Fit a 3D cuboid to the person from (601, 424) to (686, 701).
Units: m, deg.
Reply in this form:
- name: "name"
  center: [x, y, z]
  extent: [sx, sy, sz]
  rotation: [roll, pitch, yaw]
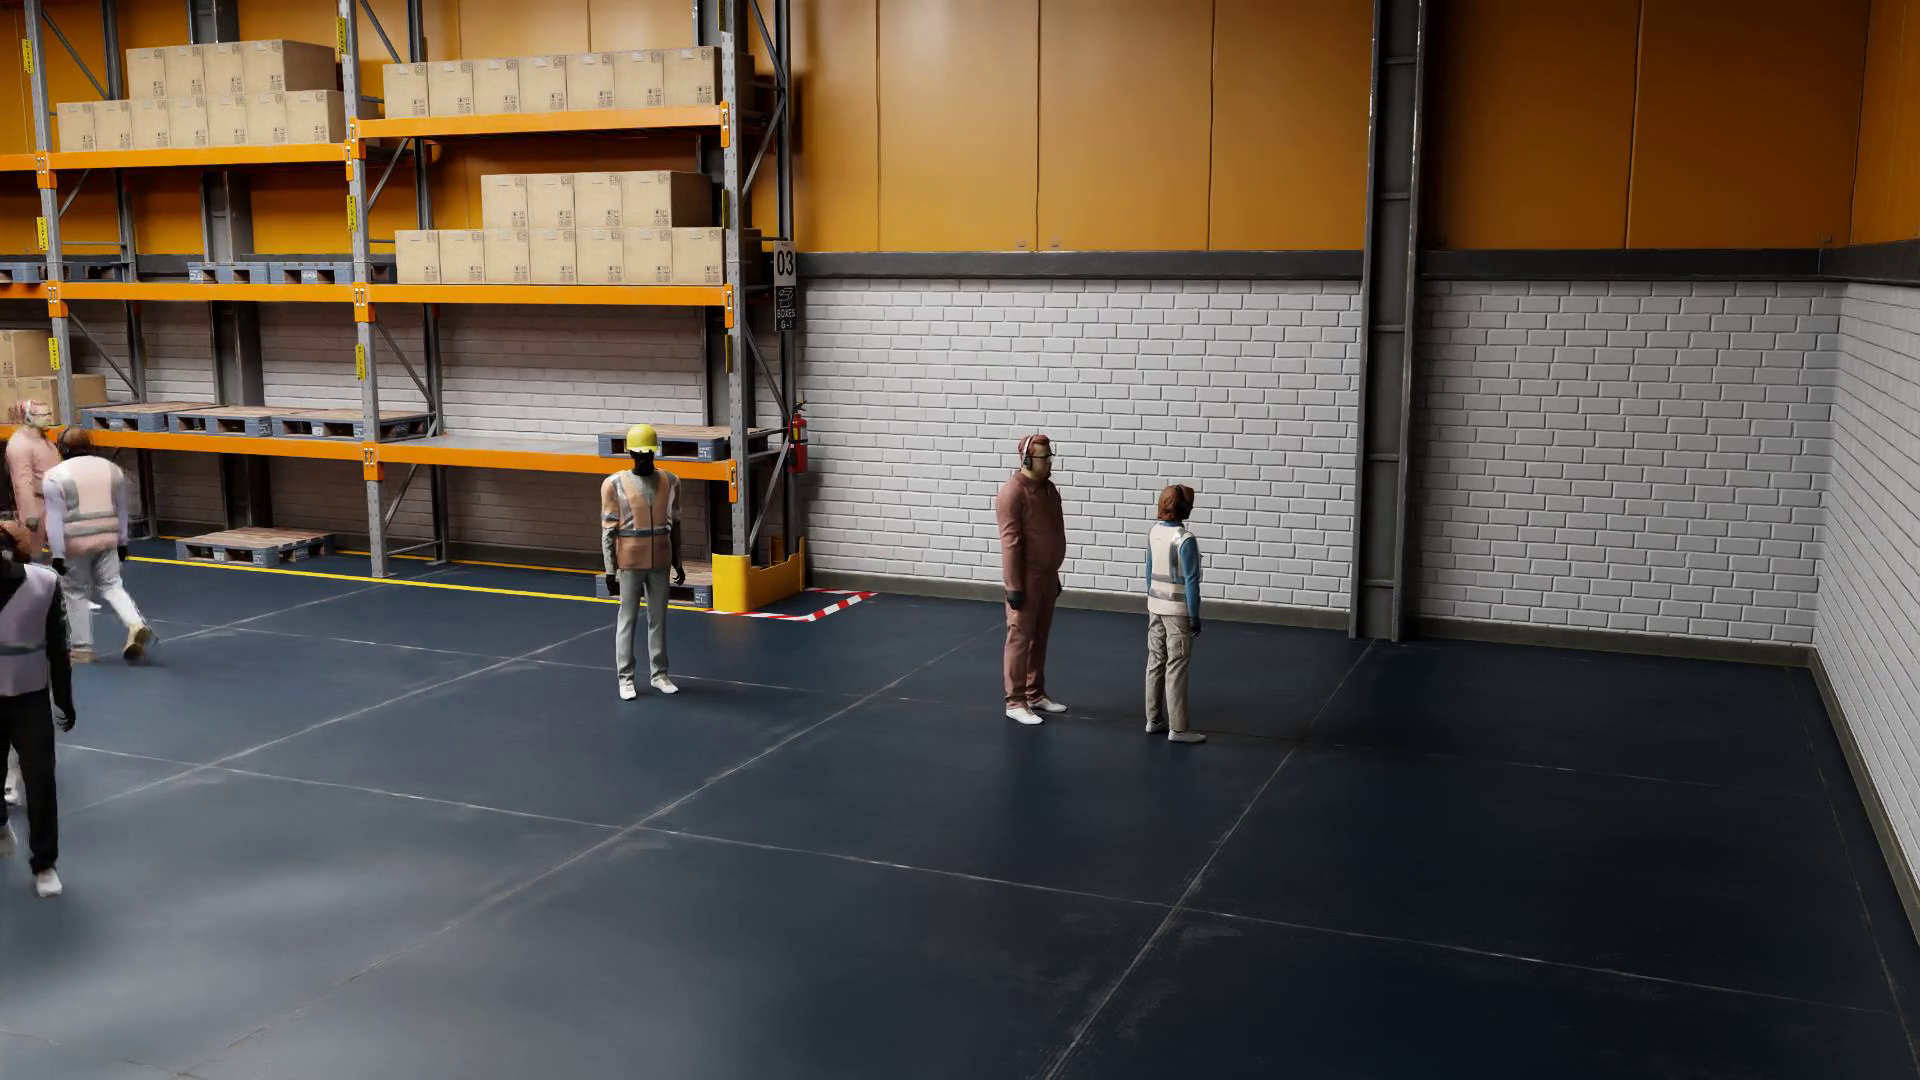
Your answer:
- name: "person"
  center: [-2.189, 0.148, 11.591]
  extent: [0.594, 1.924, 0.382]
  rotation: [-6, 11, -33]

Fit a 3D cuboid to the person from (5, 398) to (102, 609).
- name: "person"
  center: [-8.026, -0.289, 14.403]
  extent: [0.866, 1.883, 0.645]
  rotation: [-1, 9, -3]

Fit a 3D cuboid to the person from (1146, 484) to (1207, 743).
- name: "person"
  center: [1.351, 0.463, 10.547]
  extent: [0.309, 1.641, 0.514]
  rotation: [-5, 11, -27]

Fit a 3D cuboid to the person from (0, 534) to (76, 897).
- name: "person"
  center: [-4.652, 0.752, 8.070]
  extent: [0.618, 1.884, 0.762]
  rotation: [-6, 11, -33]

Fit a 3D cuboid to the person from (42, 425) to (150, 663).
- name: "person"
  center: [-6.509, 0.049, 12.521]
  extent: [0.735, 1.825, 0.640]
  rotation: [6, 11, 31]

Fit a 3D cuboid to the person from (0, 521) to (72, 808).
- name: "person"
  center: [-5.291, 0.681, 9.364]
  extent: [0.516, 1.587, 0.841]
  rotation: [-4, 10, -24]

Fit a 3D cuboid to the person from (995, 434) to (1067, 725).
- name: "person"
  center: [0.500, 0.251, 11.029]
  extent: [0.409, 1.907, 0.650]
  rotation: [5, 11, 29]
